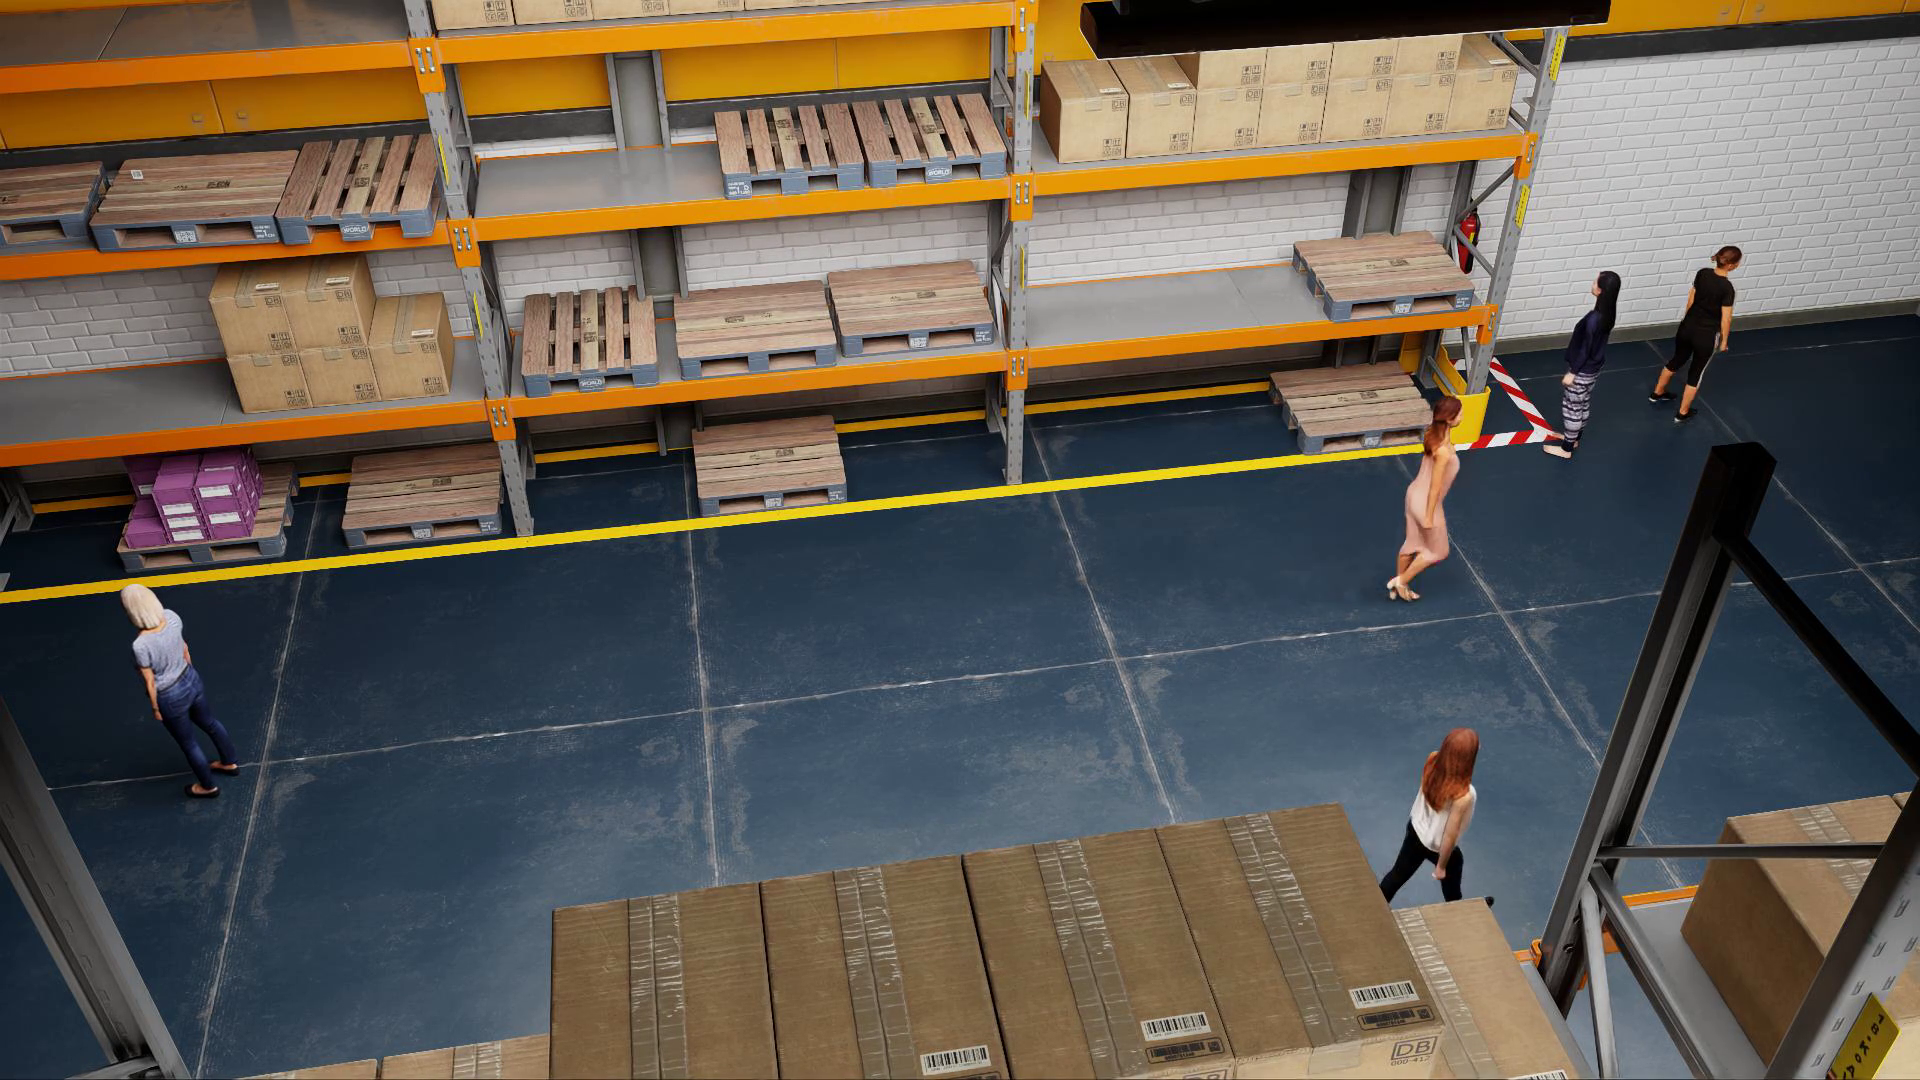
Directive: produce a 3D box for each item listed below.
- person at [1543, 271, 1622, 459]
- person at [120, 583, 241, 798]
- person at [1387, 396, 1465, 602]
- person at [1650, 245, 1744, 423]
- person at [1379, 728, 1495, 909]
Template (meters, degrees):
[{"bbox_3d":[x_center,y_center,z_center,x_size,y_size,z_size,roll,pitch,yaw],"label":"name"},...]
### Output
[{"bbox_3d":[5.168,-1.453,13.712,0.739,1.734,0.660,27,46,30],"label":"person"},{"bbox_3d":[-5.024,0.965,10.693,0.632,1.722,0.627,8,39,10],"label":"person"},{"bbox_3d":[3.316,-0.262,12.149,0.679,1.823,0.685,2,39,3],"label":"person"},{"bbox_3d":[6.293,-1.758,14.148,0.605,1.666,0.666,-19,42,-22],"label":"person"},{"bbox_3d":[2.689,1.764,9.728,1.073,1.679,0.690,-11,40,-13],"label":"person"}]
